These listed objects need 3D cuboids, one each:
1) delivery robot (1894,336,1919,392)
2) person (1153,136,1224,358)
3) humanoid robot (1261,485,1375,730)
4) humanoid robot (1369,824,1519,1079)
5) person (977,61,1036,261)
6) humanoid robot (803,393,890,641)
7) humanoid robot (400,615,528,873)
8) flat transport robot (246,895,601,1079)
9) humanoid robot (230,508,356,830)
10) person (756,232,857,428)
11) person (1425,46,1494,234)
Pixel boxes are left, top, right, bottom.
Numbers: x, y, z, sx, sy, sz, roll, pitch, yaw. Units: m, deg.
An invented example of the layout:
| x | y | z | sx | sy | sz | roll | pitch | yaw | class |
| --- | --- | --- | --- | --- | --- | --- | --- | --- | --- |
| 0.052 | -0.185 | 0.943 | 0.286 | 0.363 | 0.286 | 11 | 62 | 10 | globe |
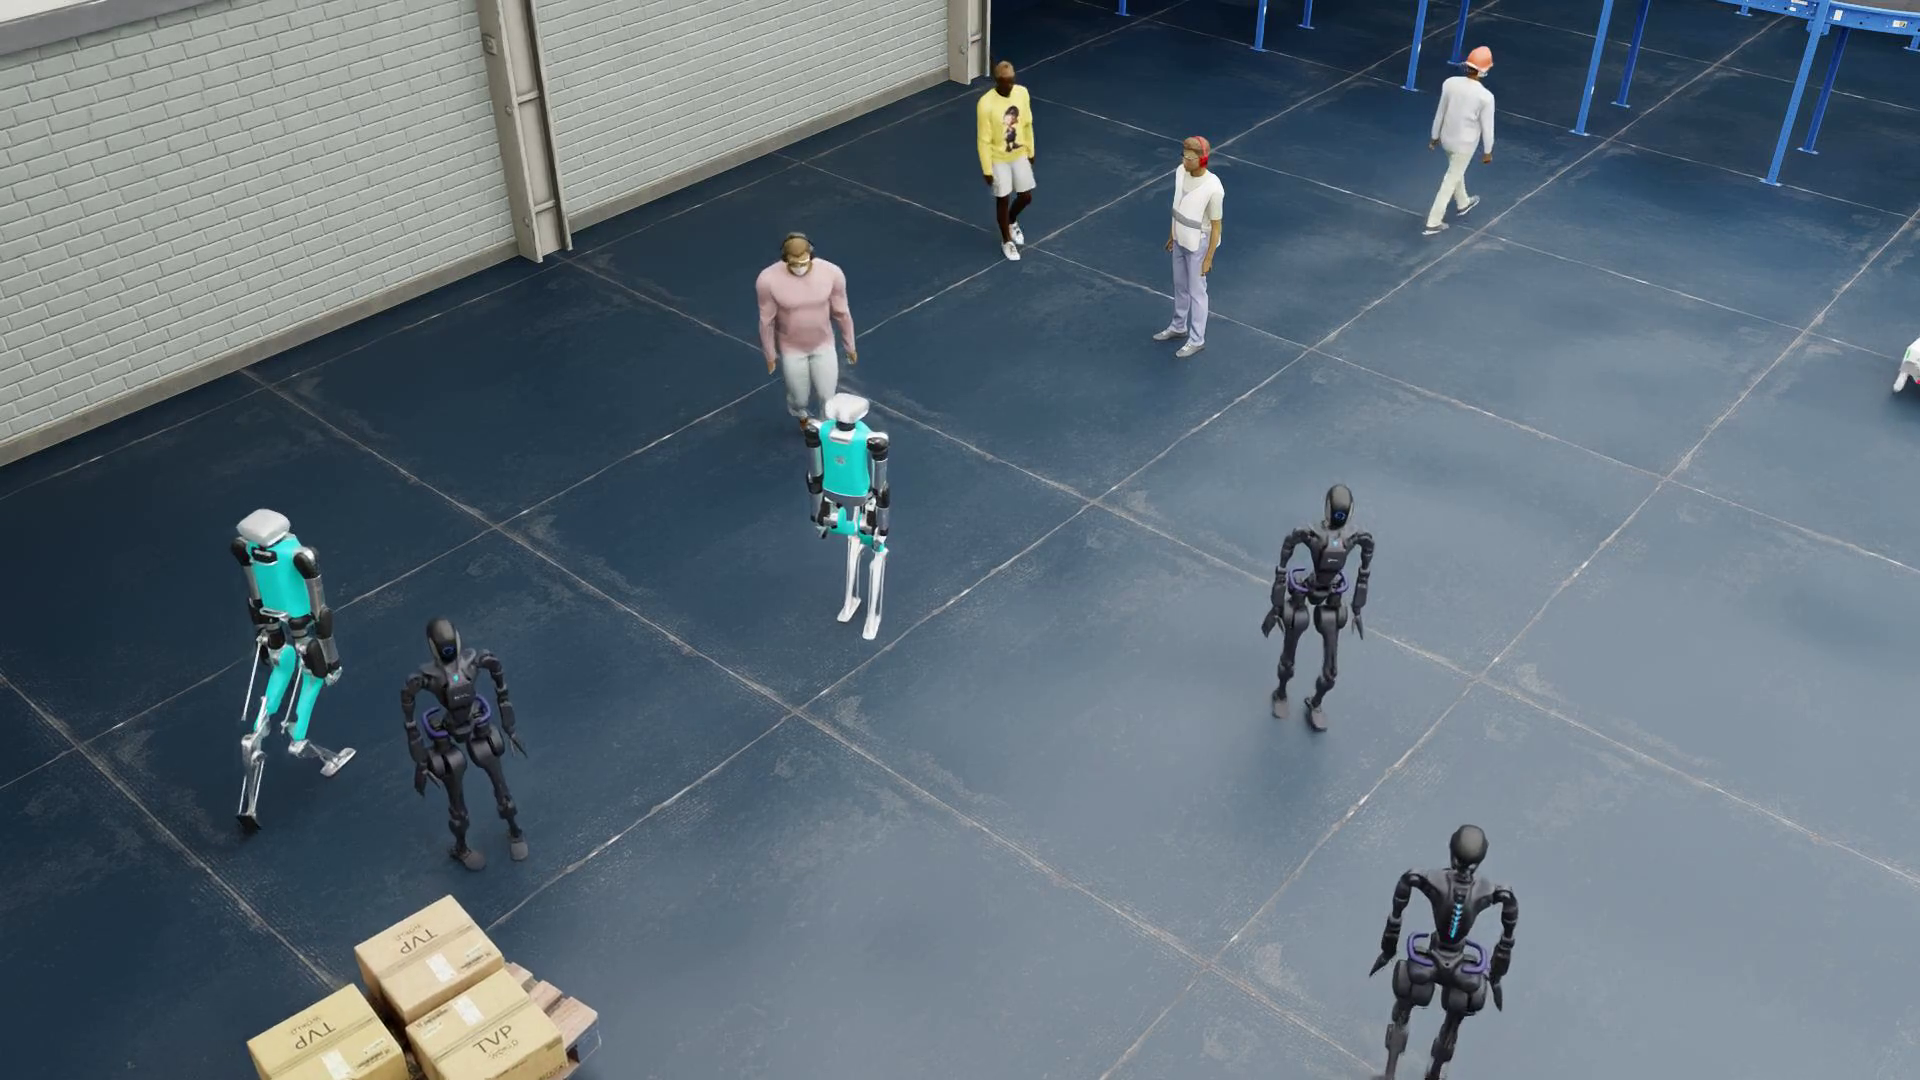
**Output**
| x | y | z | sx | sy | sz | roll | pitch | yaw | class |
| --- | --- | --- | --- | --- | --- | --- | --- | --- | --- |
| 7.762 | -1.457 | 13.179 | 0.765 | 0.585 | 0.499 | -29 | 45 | -34 | delivery robot |
| 1.870 | -2.362 | 13.347 | 0.376 | 1.841 | 0.571 | -17 | 39 | -22 | person |
| 2.055 | 0.381 | 9.637 | 0.590 | 1.645 | 0.328 | -2 | 35 | -2 | humanoid robot |
| 2.157 | 1.947 | 7.463 | 0.593 | 1.660 | 0.475 | 8 | 36 | 11 | humanoid robot |
| 0.417 | -3.370 | 14.747 | 0.598 | 1.862 | 0.470 | -15 | 38 | -20 | person |
| -0.618 | -0.230 | 10.398 | 0.546 | 1.751 | 0.683 | 10 | 37 | 14 | humanoid robot |
| -2.583 | 1.059 | 8.684 | 0.593 | 1.649 | 0.319 | -21 | 40 | -27 | humanoid robot |
| -2.459 | 2.588 | 7.753 | 1.431 | 0.231 | 0.659 | 21 | 41 | 27 | flat transport robot |
| -3.782 | 0.788 | 9.042 | 0.559 | 1.793 | 0.920 | 12 | 37 | 17 | humanoid robot |
| -1.105 | -1.414 | 11.968 | 0.684 | 1.906 | 0.700 | -7 | 36 | -10 | person |
| 4.705 | -3.704 | 15.332 | 0.857 | 1.713 | 0.591 | -19 | 40 | -25 | person |
